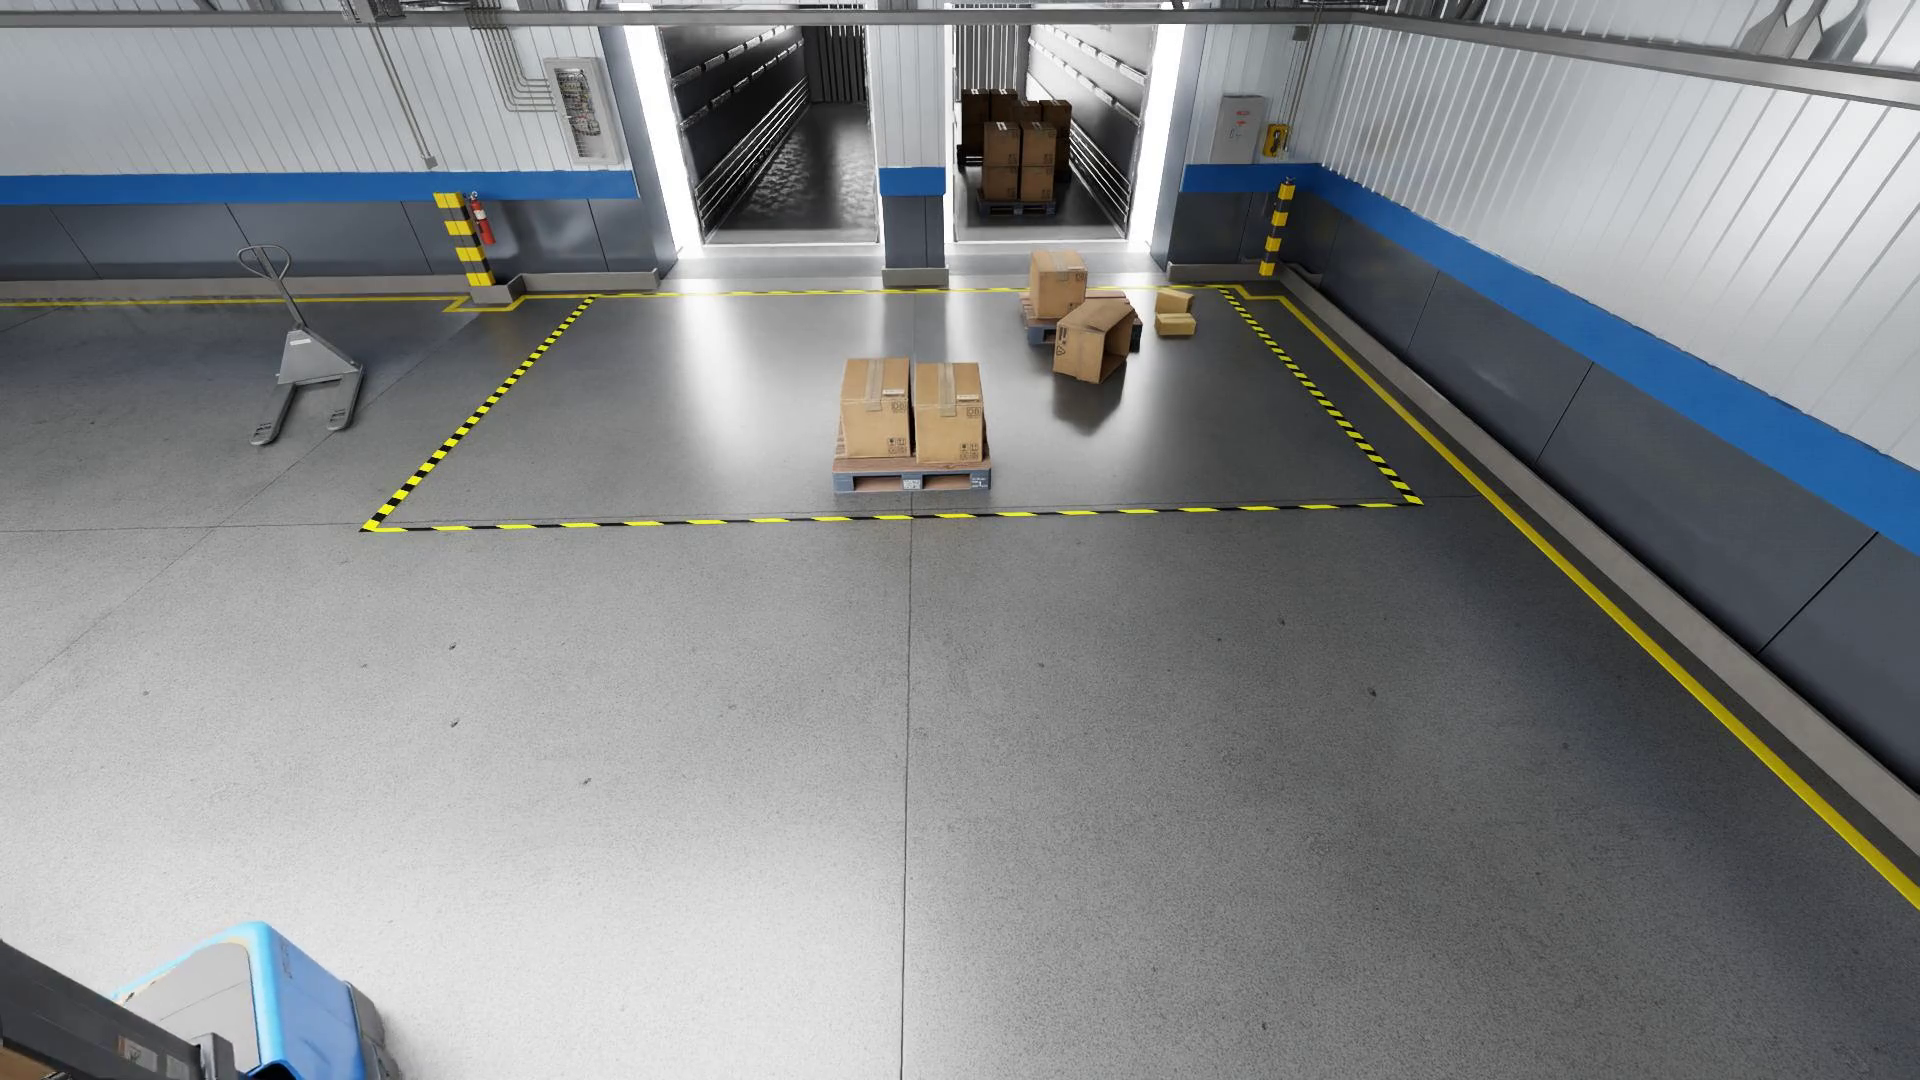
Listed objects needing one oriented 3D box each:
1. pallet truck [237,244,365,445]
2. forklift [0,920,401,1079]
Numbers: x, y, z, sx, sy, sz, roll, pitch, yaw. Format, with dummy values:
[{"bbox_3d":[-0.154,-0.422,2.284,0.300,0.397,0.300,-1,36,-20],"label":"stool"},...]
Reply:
[{"bbox_3d":[-5.915,-1.733,6.366,0.680,1.201,1.601,-18,42,-21],"label":"pallet truck"},{"bbox_3d":[-2.276,1.368,1.813,0.716,2.013,0.776,-29,47,-31],"label":"forklift"}]
